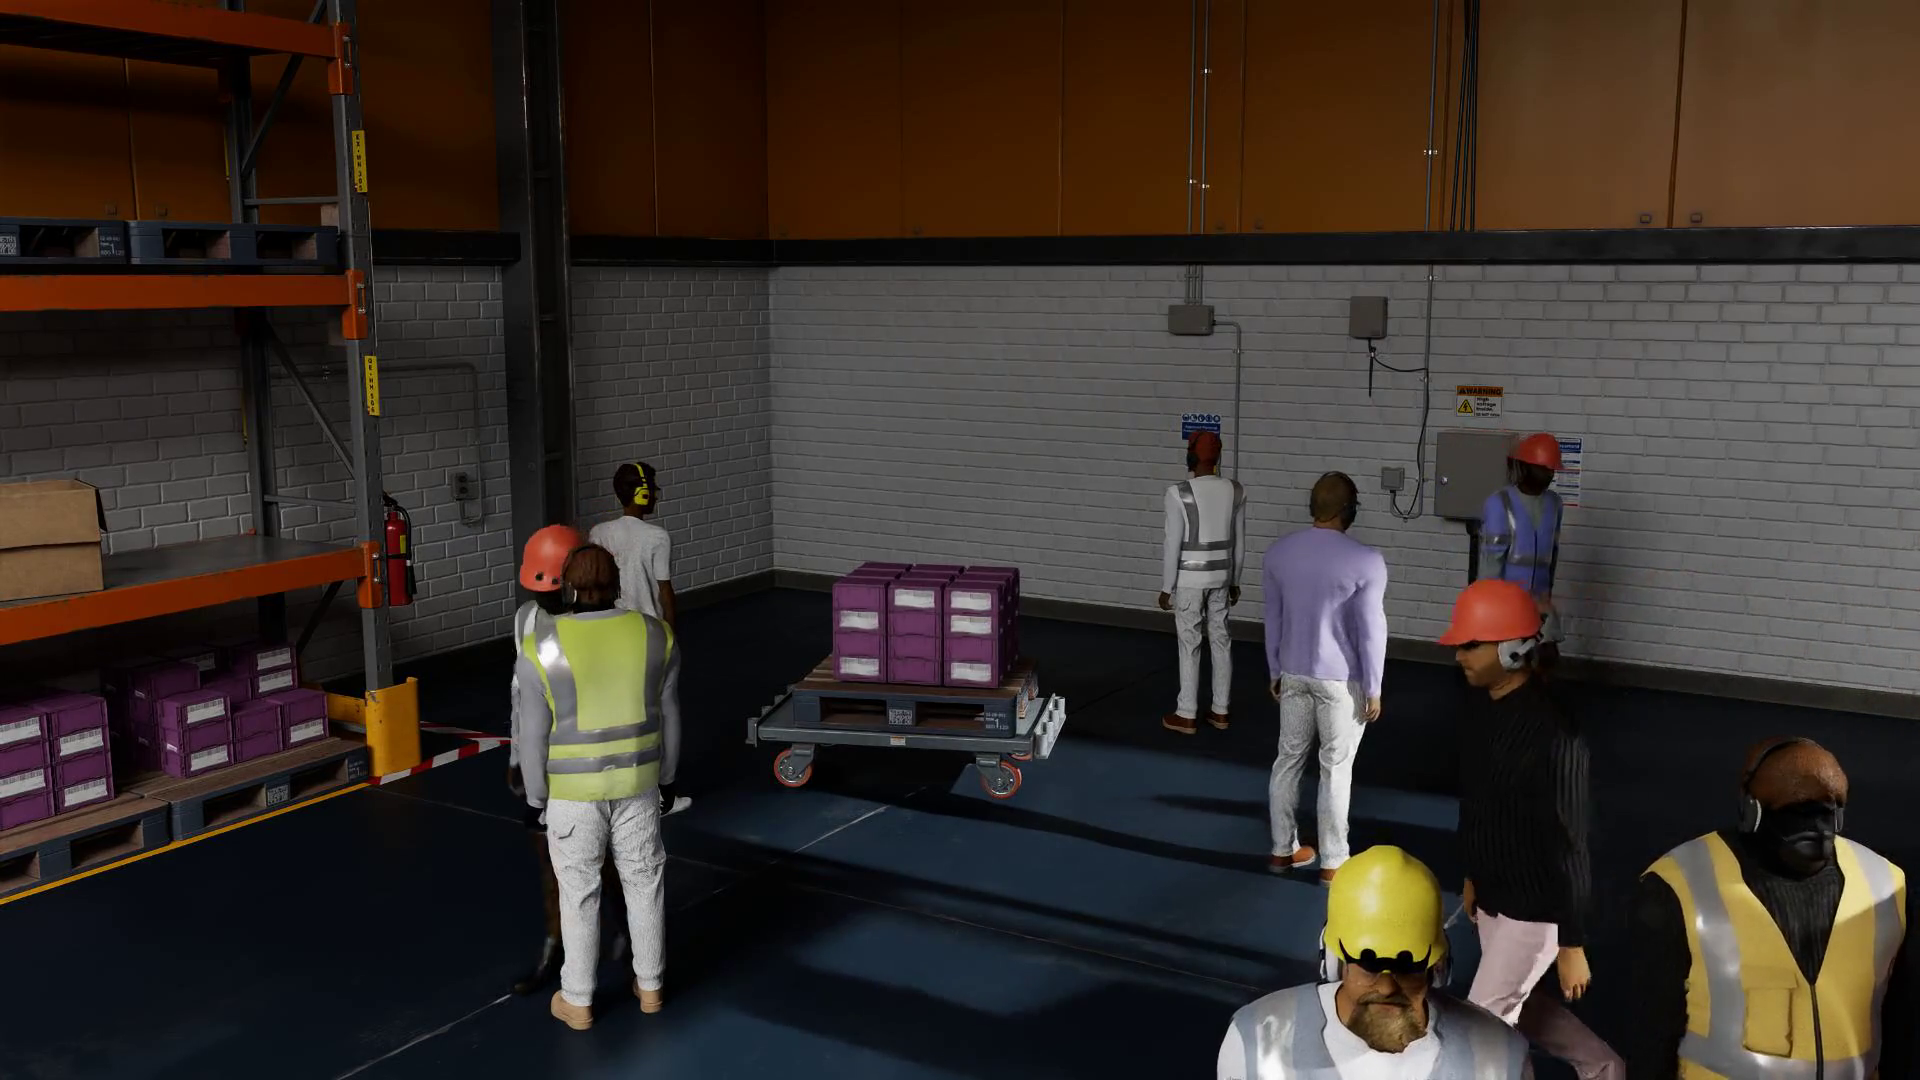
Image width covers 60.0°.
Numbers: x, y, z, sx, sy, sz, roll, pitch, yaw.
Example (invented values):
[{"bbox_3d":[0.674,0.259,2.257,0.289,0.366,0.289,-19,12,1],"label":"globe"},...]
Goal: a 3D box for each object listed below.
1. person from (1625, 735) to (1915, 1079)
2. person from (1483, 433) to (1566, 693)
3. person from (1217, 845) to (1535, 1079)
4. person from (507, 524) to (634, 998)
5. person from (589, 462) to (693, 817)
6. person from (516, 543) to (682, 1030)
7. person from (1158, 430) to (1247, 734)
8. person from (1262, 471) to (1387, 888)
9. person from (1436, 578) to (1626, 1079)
[{"bbox_3d":[1.826,1.331,3.775,0.632,1.836,0.430,0,9,0],"label":"person"},{"bbox_3d":[3.328,0.329,9.768,0.566,1.910,0.691,-2,9,-14],"label":"person"},{"bbox_3d":[0.751,1.441,3.073,0.592,1.834,0.404,1,9,5],"label":"person"},{"bbox_3d":[-1.513,0.855,6.527,0.628,1.901,0.577,8,12,40],"label":"person"},{"bbox_3d":[-1.692,0.524,8.707,0.521,1.864,0.335,4,10,22],"label":"person"},{"bbox_3d":[-1.360,0.923,6.290,0.627,1.843,0.429,-5,10,-28],"label":"person"},{"bbox_3d":[1.497,0.258,10.300,0.581,1.884,0.351,-4,10,-24],"label":"person"},{"bbox_3d":[1.687,0.645,7.739,0.628,1.934,0.358,8,12,42],"label":"person"},{"bbox_3d":[1.780,1.069,5.058,0.897,1.952,0.663,-1,9,-8],"label":"person"}]
